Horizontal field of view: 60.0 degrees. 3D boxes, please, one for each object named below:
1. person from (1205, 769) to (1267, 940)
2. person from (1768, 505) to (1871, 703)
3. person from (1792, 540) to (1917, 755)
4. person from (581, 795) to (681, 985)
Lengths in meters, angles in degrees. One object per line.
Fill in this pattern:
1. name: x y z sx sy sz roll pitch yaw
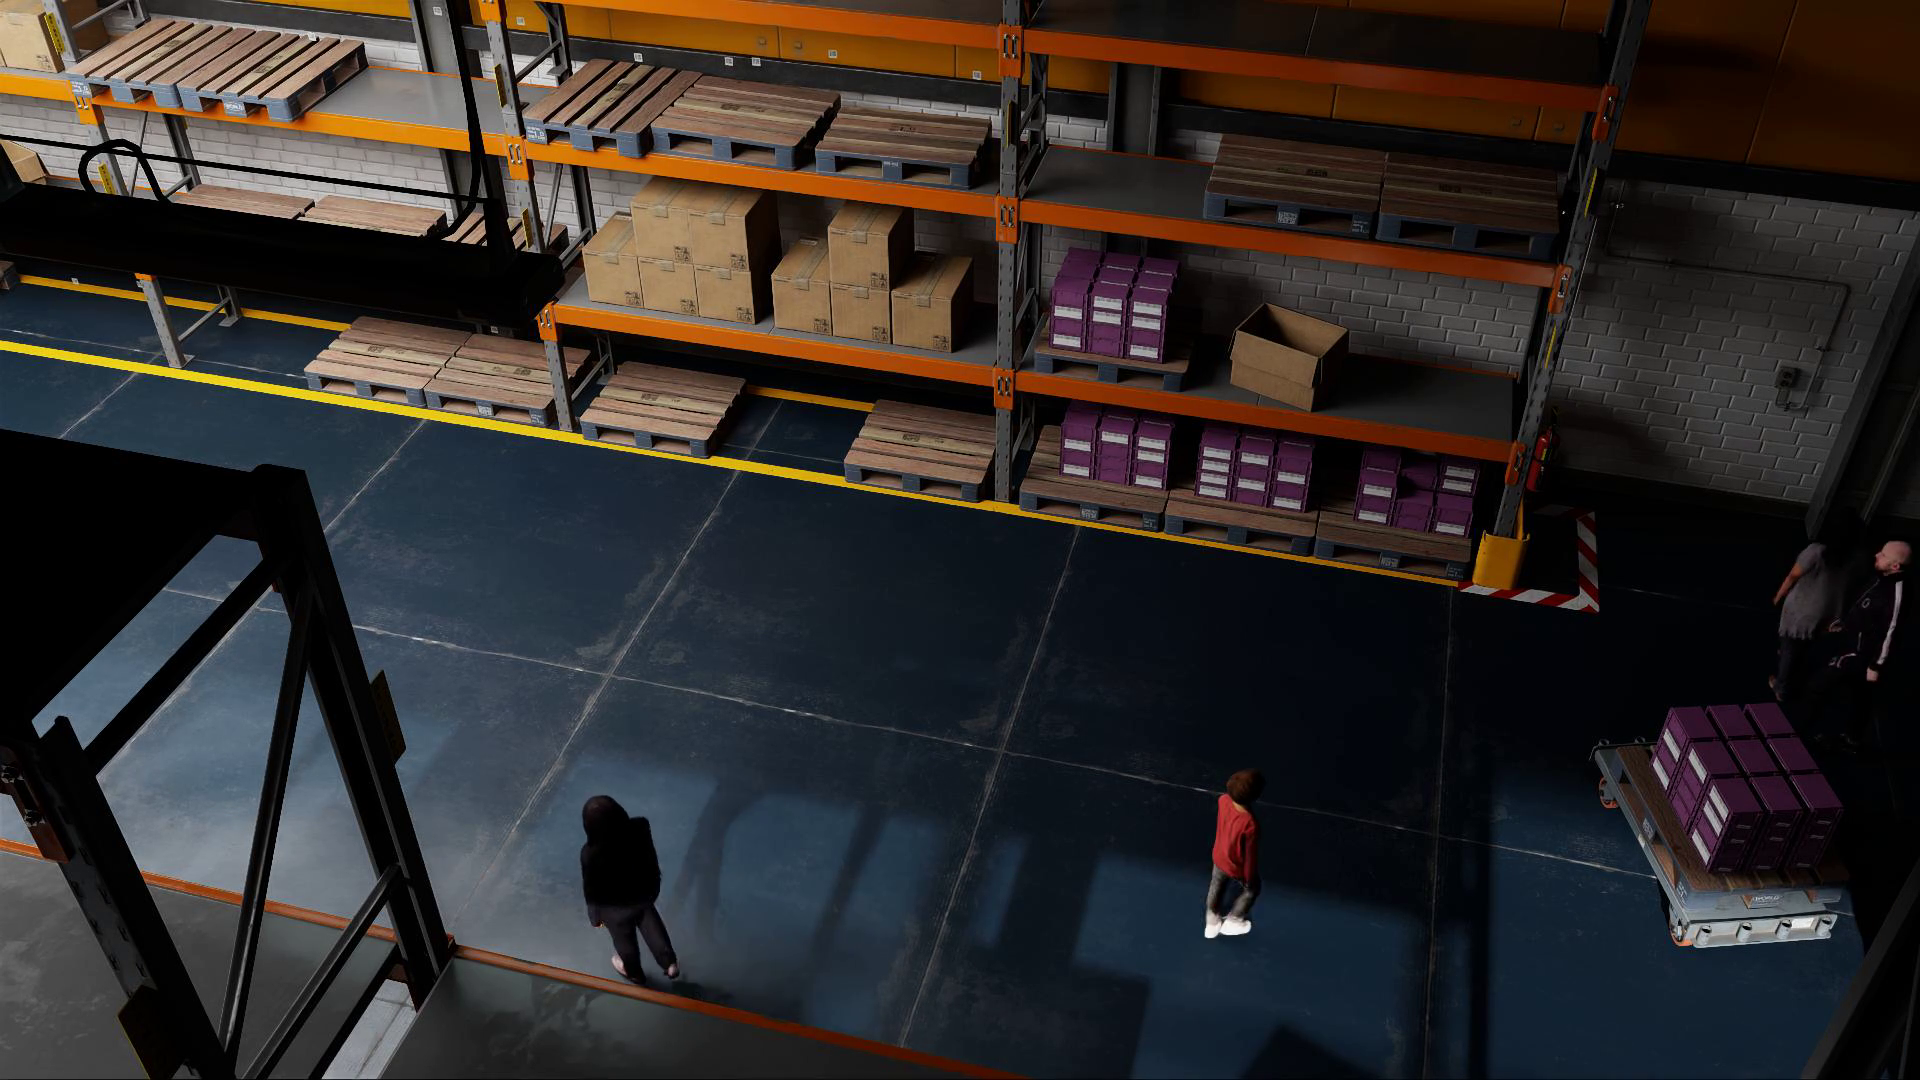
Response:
1. person: 1.608 1.943 10.036 0.687 1.411 0.616 -24 44 -27
2. person: 6.044 0.496 11.702 0.807 1.594 0.808 0 39 0
3. person: 6.181 0.775 11.177 0.942 1.813 0.767 18 42 21
4. person: -1.896 2.094 9.693 0.889 1.604 0.821 28 47 31
